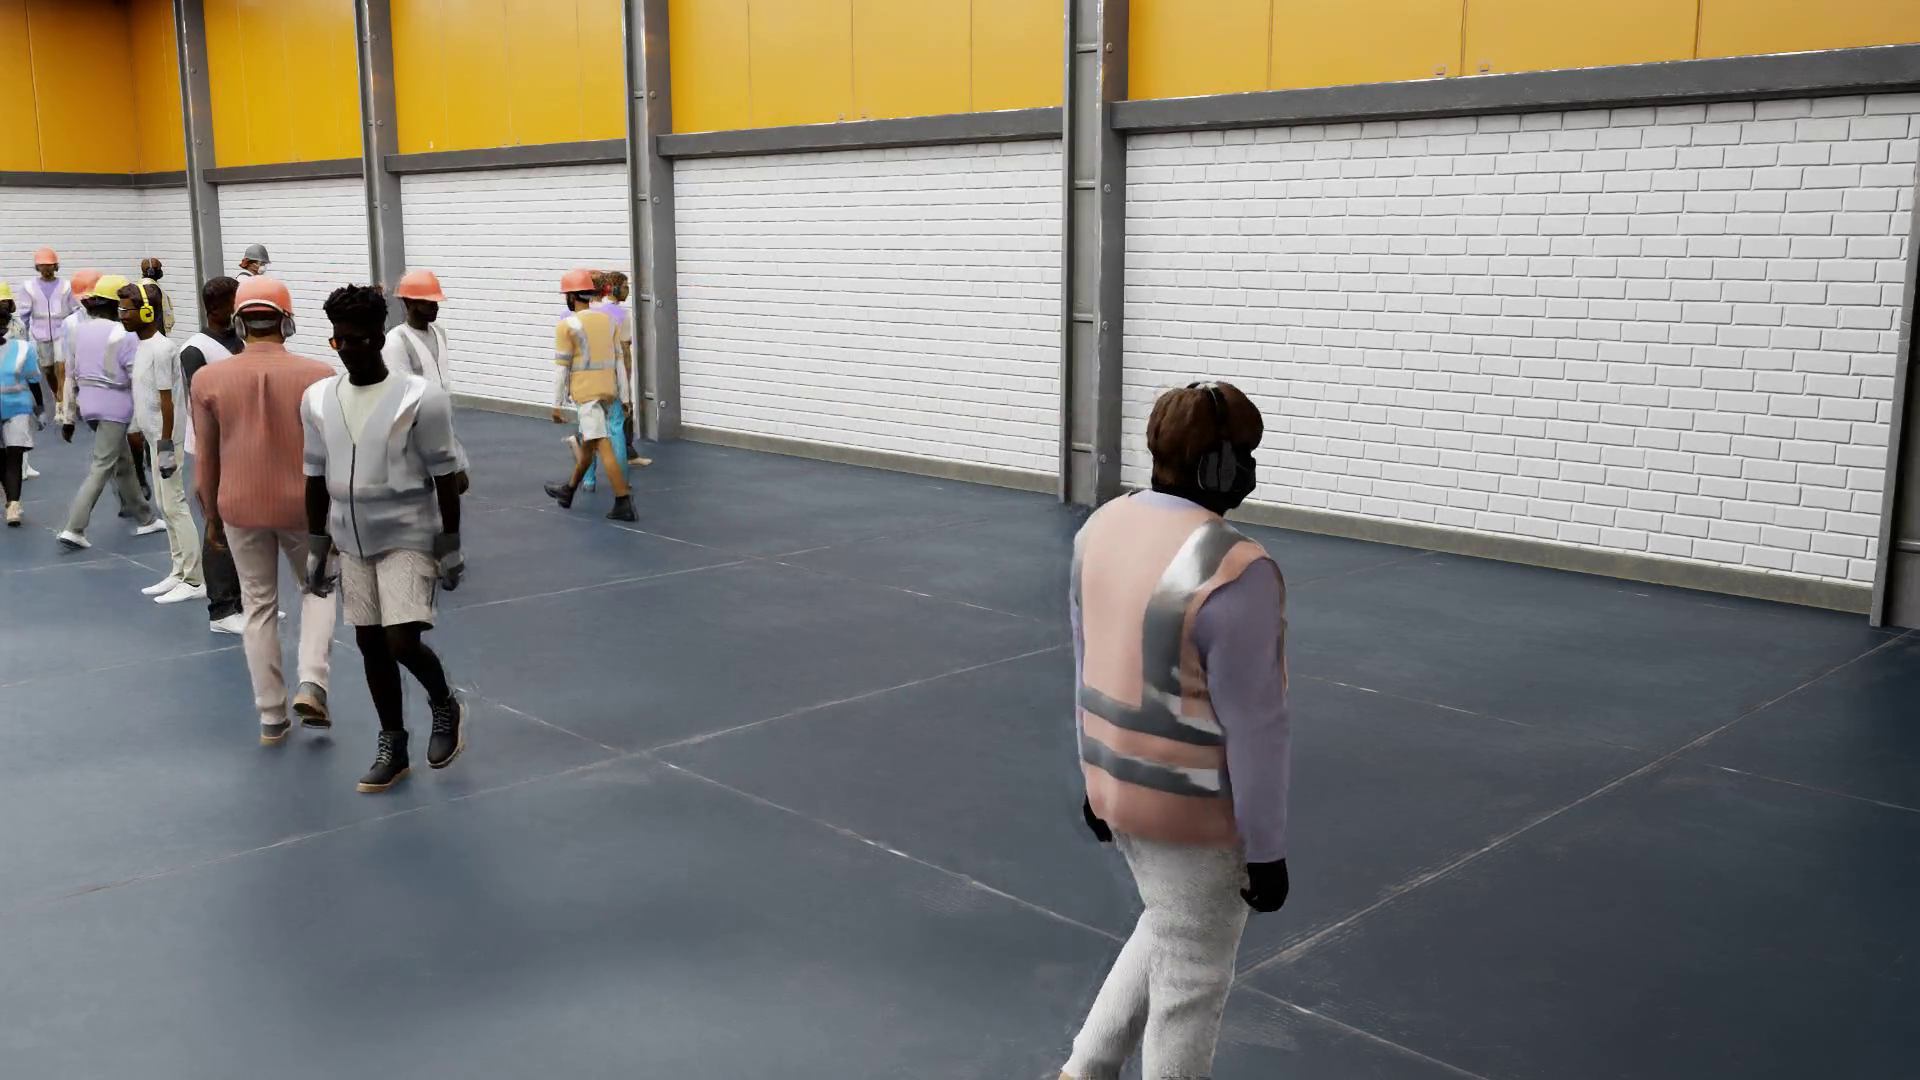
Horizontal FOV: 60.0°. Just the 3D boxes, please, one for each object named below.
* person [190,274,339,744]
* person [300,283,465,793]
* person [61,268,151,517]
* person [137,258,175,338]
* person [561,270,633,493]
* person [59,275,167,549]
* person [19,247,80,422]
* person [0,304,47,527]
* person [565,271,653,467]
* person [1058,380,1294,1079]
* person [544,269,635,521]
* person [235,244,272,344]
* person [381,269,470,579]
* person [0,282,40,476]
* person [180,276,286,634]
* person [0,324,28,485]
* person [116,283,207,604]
[{"bbox_3d":[-2.892,-0.123,7.031,0.615,1.972,0.483,-3,11,-15],"label":"person"},{"bbox_3d":[-2.210,0.004,6.357,0.601,1.954,0.440,3,11,16],"label":"person"},{"bbox_3d":[-6.494,-1.131,12.717,0.590,1.895,0.662,-5,12,-26],"label":"person"},{"bbox_3d":[-10.267,-2.674,21.269,0.429,1.844,0.627,-8,13,-36],"label":"person"},{"bbox_3d":[-3.005,-1.308,13.805,0.564,1.847,0.396,-1,10,-8],"label":"person"},{"bbox_3d":[-5.906,-0.886,11.478,0.629,1.869,1.001,4,11,23],"label":"person"},{"bbox_3d":[-10.550,-2.400,19.347,0.617,2.013,0.998,-4,11,-20],"label":"person"},{"bbox_3d":[-7.089,-0.936,12.339,0.547,1.636,0.869,-4,11,-23],"label":"person"},{"bbox_3d":[-3.214,-1.532,15.125,0.767,1.820,0.514,-6,12,-30],"label":"person"},{"bbox_3d":[0.486,0.573,3.599,0.429,1.832,0.624,-4,11,-23],"label":"person"},{"bbox_3d":[-2.843,-1.100,12.587,1.045,1.871,0.558,7,13,34],"label":"person"},{"bbox_3d":[-8.096,-2.409,19.279,0.536,2.000,0.681,-2,11,-10],"label":"person"},{"bbox_3d":[-3.322,-0.707,10.297,0.460,1.925,0.553,4,11,19],"label":"person"},{"bbox_3d":[-8.357,-1.390,14.565,0.344,1.733,0.479,5,11,23],"label":"person"},{"bbox_3d":[-3.959,-0.459,8.992,0.392,1.916,0.591,0,10,0],"label":"person"},{"bbox_3d":[-8.297,-1.292,14.292,0.307,1.636,0.525,4,11,20],"label":"person"},{"bbox_3d":[-4.675,-0.561,9.720,0.329,1.858,0.506,-8,13,-36],"label":"person"}]
